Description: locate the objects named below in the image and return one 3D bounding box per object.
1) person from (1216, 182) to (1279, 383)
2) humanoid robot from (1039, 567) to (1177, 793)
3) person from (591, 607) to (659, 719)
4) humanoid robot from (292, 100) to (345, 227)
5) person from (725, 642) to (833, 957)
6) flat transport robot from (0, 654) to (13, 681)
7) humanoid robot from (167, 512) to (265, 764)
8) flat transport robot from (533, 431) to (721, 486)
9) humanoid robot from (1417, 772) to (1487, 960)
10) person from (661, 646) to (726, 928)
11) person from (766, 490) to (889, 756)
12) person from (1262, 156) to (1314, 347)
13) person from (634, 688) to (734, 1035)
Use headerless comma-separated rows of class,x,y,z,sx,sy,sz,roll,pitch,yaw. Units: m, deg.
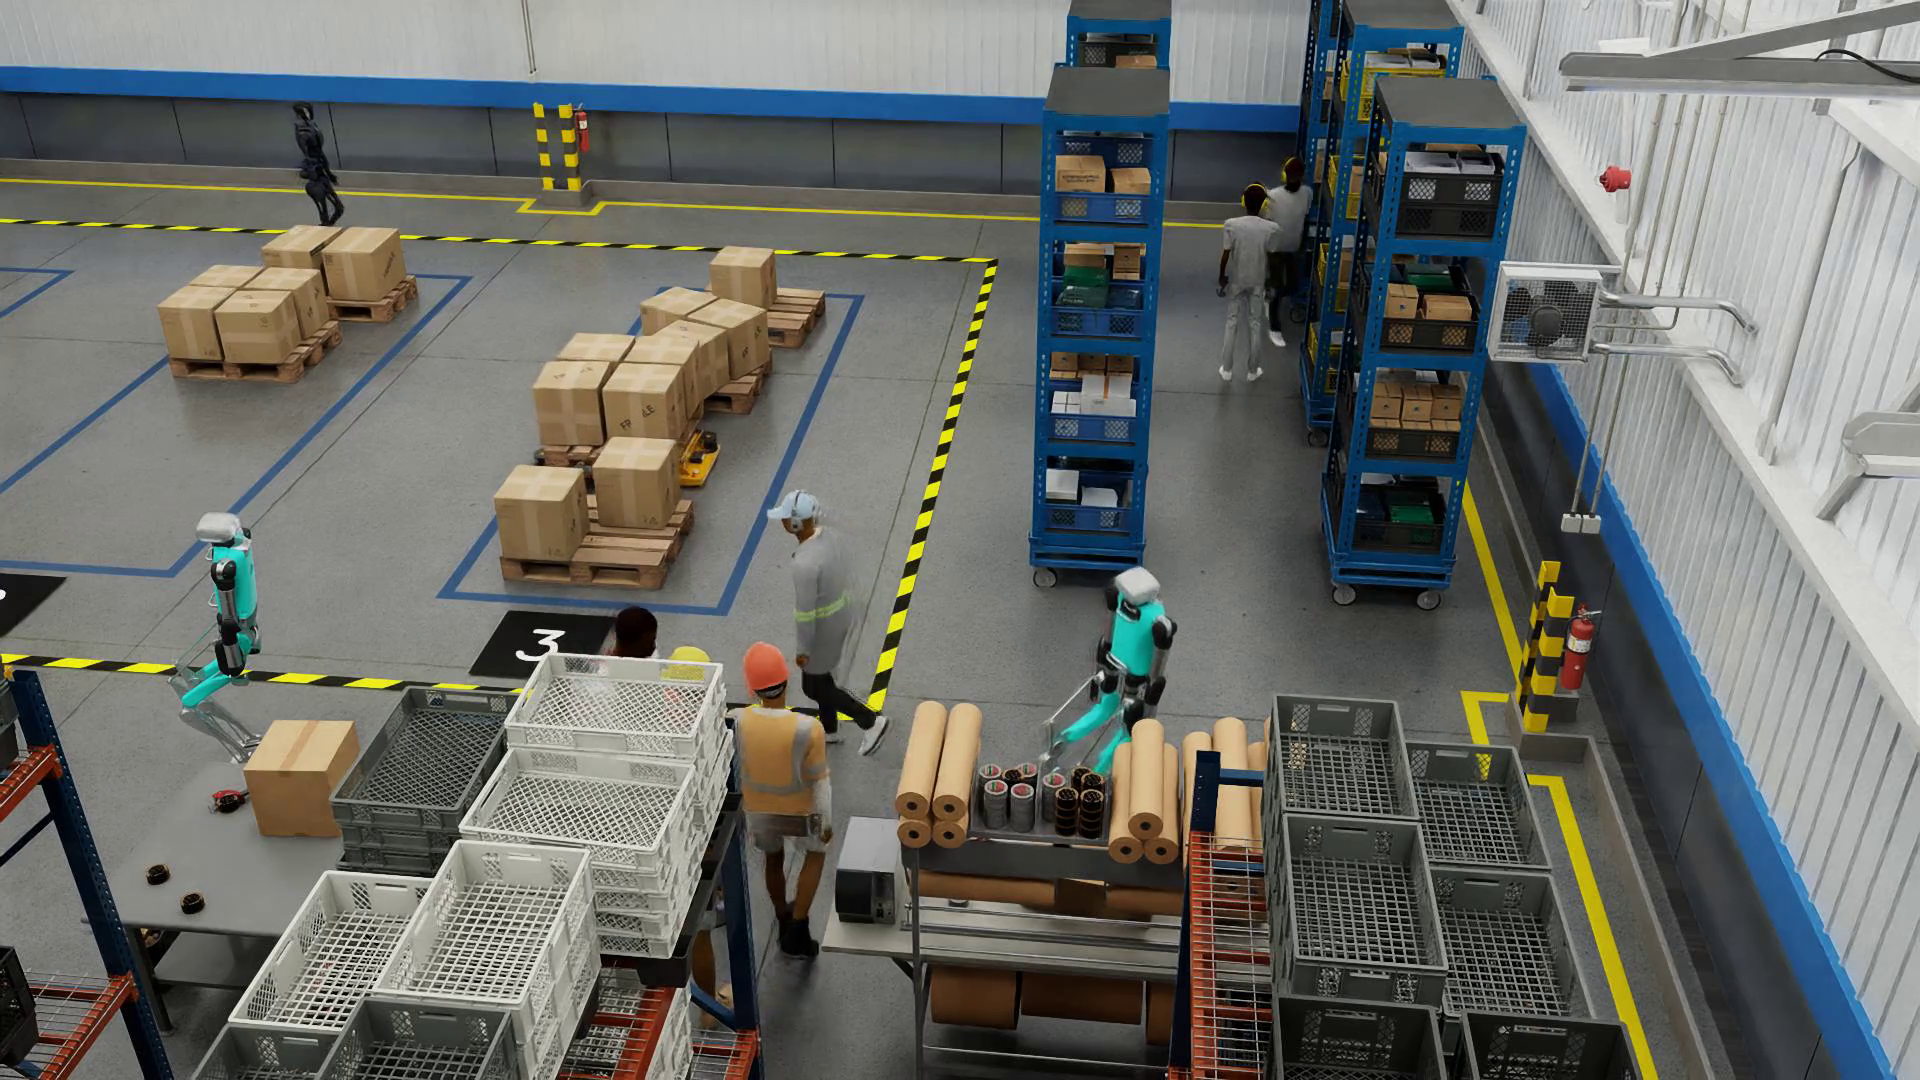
person,2.596,-2.328,15.081,0.533,1.869,0.313,5,31,9
humanoid robot,0.830,0.985,9.521,1.021,1.736,0.558,-19,35,-29
person,-1.827,1.158,9.073,0.556,1.891,0.645,8,31,13
humanoid robot,-6.948,-3.941,18.038,0.349,1.646,0.602,-2,30,-3
person,-0.937,1.381,8.663,0.562,1.910,0.457,6,31,10
flat transport robot,-7.142,0.969,11.010,1.431,0.231,0.659,3,30,6
humanoid robot,-4.523,0.619,10.022,0.735,1.671,0.533,-5,31,-8
flat transport robot,-2.776,-0.720,13.882,1.431,0.197,0.652,3,30,6
humanoid robot,2.377,1.749,8.315,0.590,1.603,0.815,10,32,17
person,-1.374,1.318,8.920,0.328,1.768,0.525,-7,31,-11
person,-0.824,0.529,10.222,0.680,1.818,0.598,4,30,7
person,3.080,-2.806,15.924,0.512,1.855,0.557,-9,31,-15
person,-1.408,1.580,8.201,0.613,2.038,0.393,6,31,10
